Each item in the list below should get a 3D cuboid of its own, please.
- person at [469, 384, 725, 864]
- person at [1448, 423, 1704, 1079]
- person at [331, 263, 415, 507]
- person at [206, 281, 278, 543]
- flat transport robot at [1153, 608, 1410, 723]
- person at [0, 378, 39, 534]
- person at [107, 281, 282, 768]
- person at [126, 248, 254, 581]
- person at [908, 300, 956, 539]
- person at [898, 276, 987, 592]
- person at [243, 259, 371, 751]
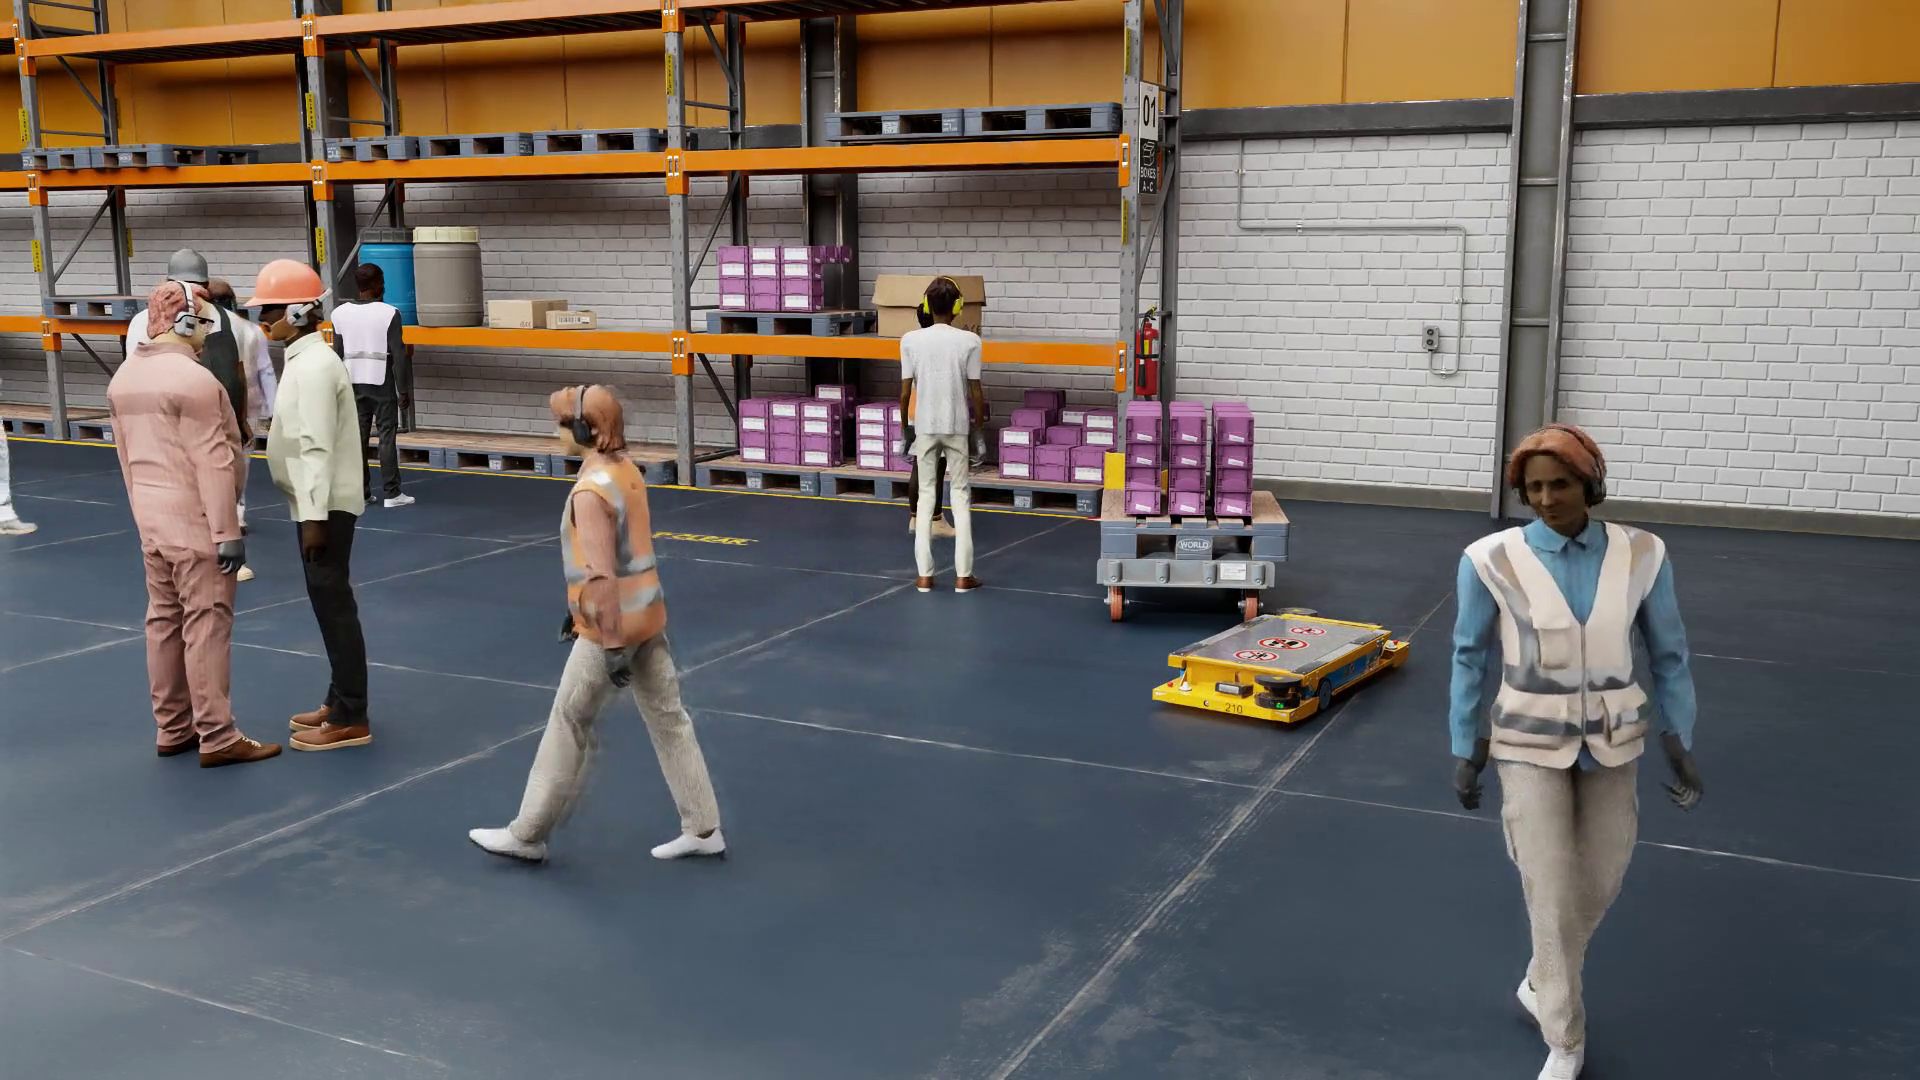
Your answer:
[{"bbox_3d":[-1.170,0.292,5.416,0.837,1.586,0.512,1,10,8],"label":"person"},{"bbox_3d":[1.470,0.525,4.022,0.562,1.615,0.419,0,10,0],"label":"person"},{"bbox_3d":[-4.634,-1.209,13.097,0.597,1.913,0.369,2,10,10],"label":"person"},{"bbox_3d":[-5.041,-0.877,11.521,0.654,1.794,0.927,-8,12,-37],"label":"person"},{"bbox_3d":[1.519,0.554,7.701,0.652,0.197,1.431,7,12,34],"label":"flat transport robot"},{"bbox_3d":[-6.969,-0.943,11.690,0.682,1.869,0.597,-1,10,-5],"label":"person"},{"bbox_3d":[-3.017,-0.059,6.553,0.639,1.903,0.407,7,12,35],"label":"person"},{"bbox_3d":[-4.566,-0.731,9.996,0.536,2.000,0.688,9,13,42],"label":"person"},{"bbox_3d":[-0.192,-0.861,11.724,0.315,1.695,0.541,-7,12,-33],"label":"person"},{"bbox_3d":[-0.103,-0.618,9.845,0.533,1.868,0.310,1,10,8],"label":"person"},{"bbox_3d":[-2.644,-0.139,6.782,0.408,1.987,0.607,-5,11,-26],"label":"person"}]
